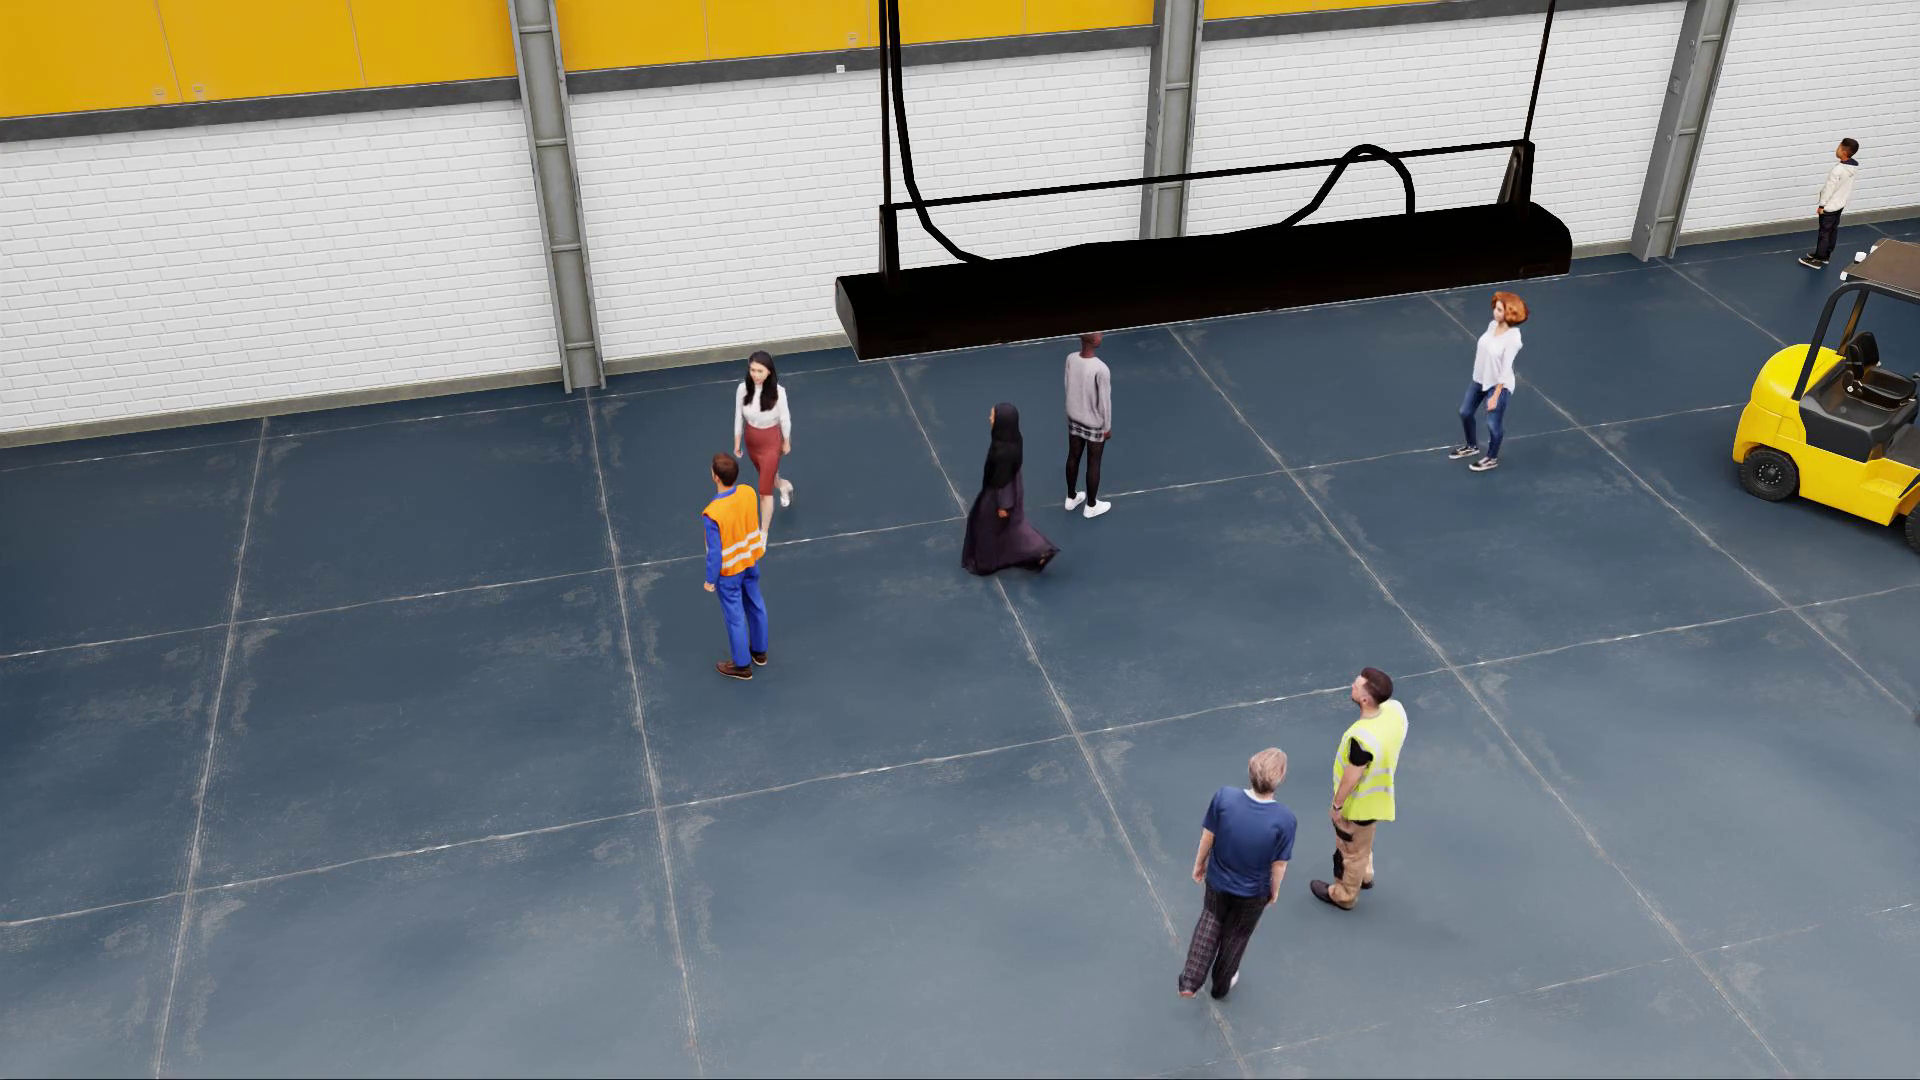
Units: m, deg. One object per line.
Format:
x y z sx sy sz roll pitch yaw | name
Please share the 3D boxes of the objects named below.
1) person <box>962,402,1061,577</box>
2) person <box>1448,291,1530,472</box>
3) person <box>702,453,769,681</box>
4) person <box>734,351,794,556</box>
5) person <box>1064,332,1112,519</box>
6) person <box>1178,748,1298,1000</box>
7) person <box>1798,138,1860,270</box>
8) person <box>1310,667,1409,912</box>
0.415 -0.380 13.213 1.103 1.595 0.931 9 35 14 | person
4.788 -1.394 14.645 0.608 1.698 0.645 -10 35 -15 | person
-1.640 0.188 12.115 0.843 1.864 0.765 21 39 29 | person
-1.594 -0.786 13.721 1.128 1.710 1.076 12 35 17 | person
1.062 -1.015 14.008 0.697 1.773 0.712 27 42 34 | person
1.554 1.993 9.418 0.916 1.844 0.976 12 35 17 | person
9.670 -3.730 18.382 0.573 1.453 0.703 -24 40 -31 | person
2.495 1.555 10.084 0.930 1.837 0.854 24 40 32 | person
